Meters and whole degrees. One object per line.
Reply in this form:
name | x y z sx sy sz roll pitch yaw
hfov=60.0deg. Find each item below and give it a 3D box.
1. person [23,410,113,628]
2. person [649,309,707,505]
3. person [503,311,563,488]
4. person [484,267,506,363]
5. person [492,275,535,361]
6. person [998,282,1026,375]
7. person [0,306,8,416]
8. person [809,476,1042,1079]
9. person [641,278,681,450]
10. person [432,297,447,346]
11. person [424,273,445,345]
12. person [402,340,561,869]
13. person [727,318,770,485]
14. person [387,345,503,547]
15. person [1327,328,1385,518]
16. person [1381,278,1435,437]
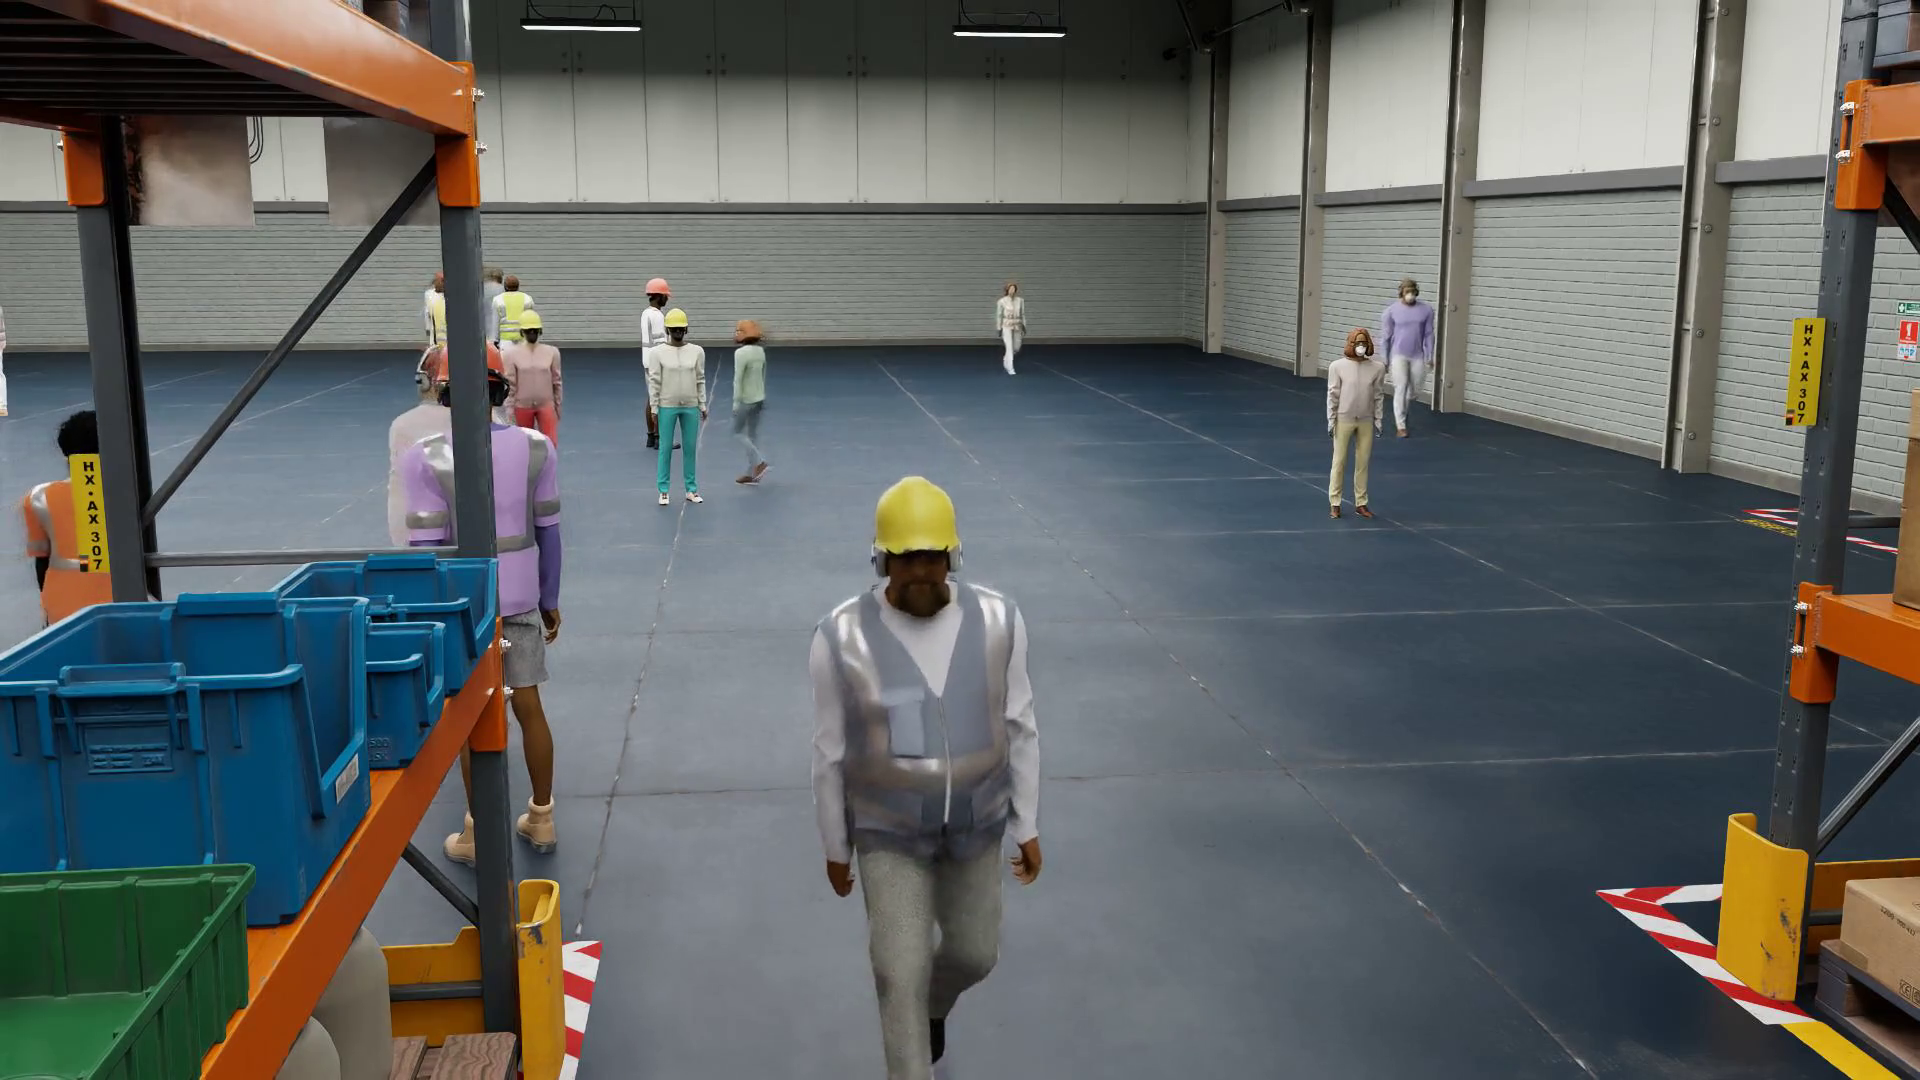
person | -3.644 0.294 7.049 0.537 1.683 0.379 -2 10 -10
person | -2.529 -1.195 14.977 0.533 1.767 0.325 -5 11 -25
person | -3.819 -1.180 14.944 0.542 1.734 0.728 -4 11 -21
person | -7.436 -3.466 27.006 0.646 1.913 0.674 8 13 37
person | -6.573 -2.976 24.525 0.633 1.846 0.429 -5 11 -25
person | 0.878 -3.723 29.228 0.520 1.618 0.626 -5 11 -26
person | -13.050 -2.574 22.333 0.429 1.844 0.625 -8 13 -39
person | -0.101 0.714 4.383 0.594 1.812 0.758 -3 11 -16
person | -3.421 -1.996 18.893 0.352 1.940 0.545 -5 12 -28
person | -6.775 -2.596 22.536 0.649 1.818 0.746 10 14 43
person | -8.560 -3.480 27.377 0.638 1.814 0.975 2 10 10
person | -1.830 0.234 6.386 0.614 2.041 0.393 -9 14 -40
person | -2.042 -1.329 16.087 0.370 1.620 0.531 5 11 23
person | -2.488 0.005 8.056 0.436 1.890 0.670 8 13 37
person | 3.391 -1.002 14.283 0.500 1.633 0.285 -1 10 -5
person | 5.403 -2.216 20.159 0.637 1.917 0.671 0 10 -1
